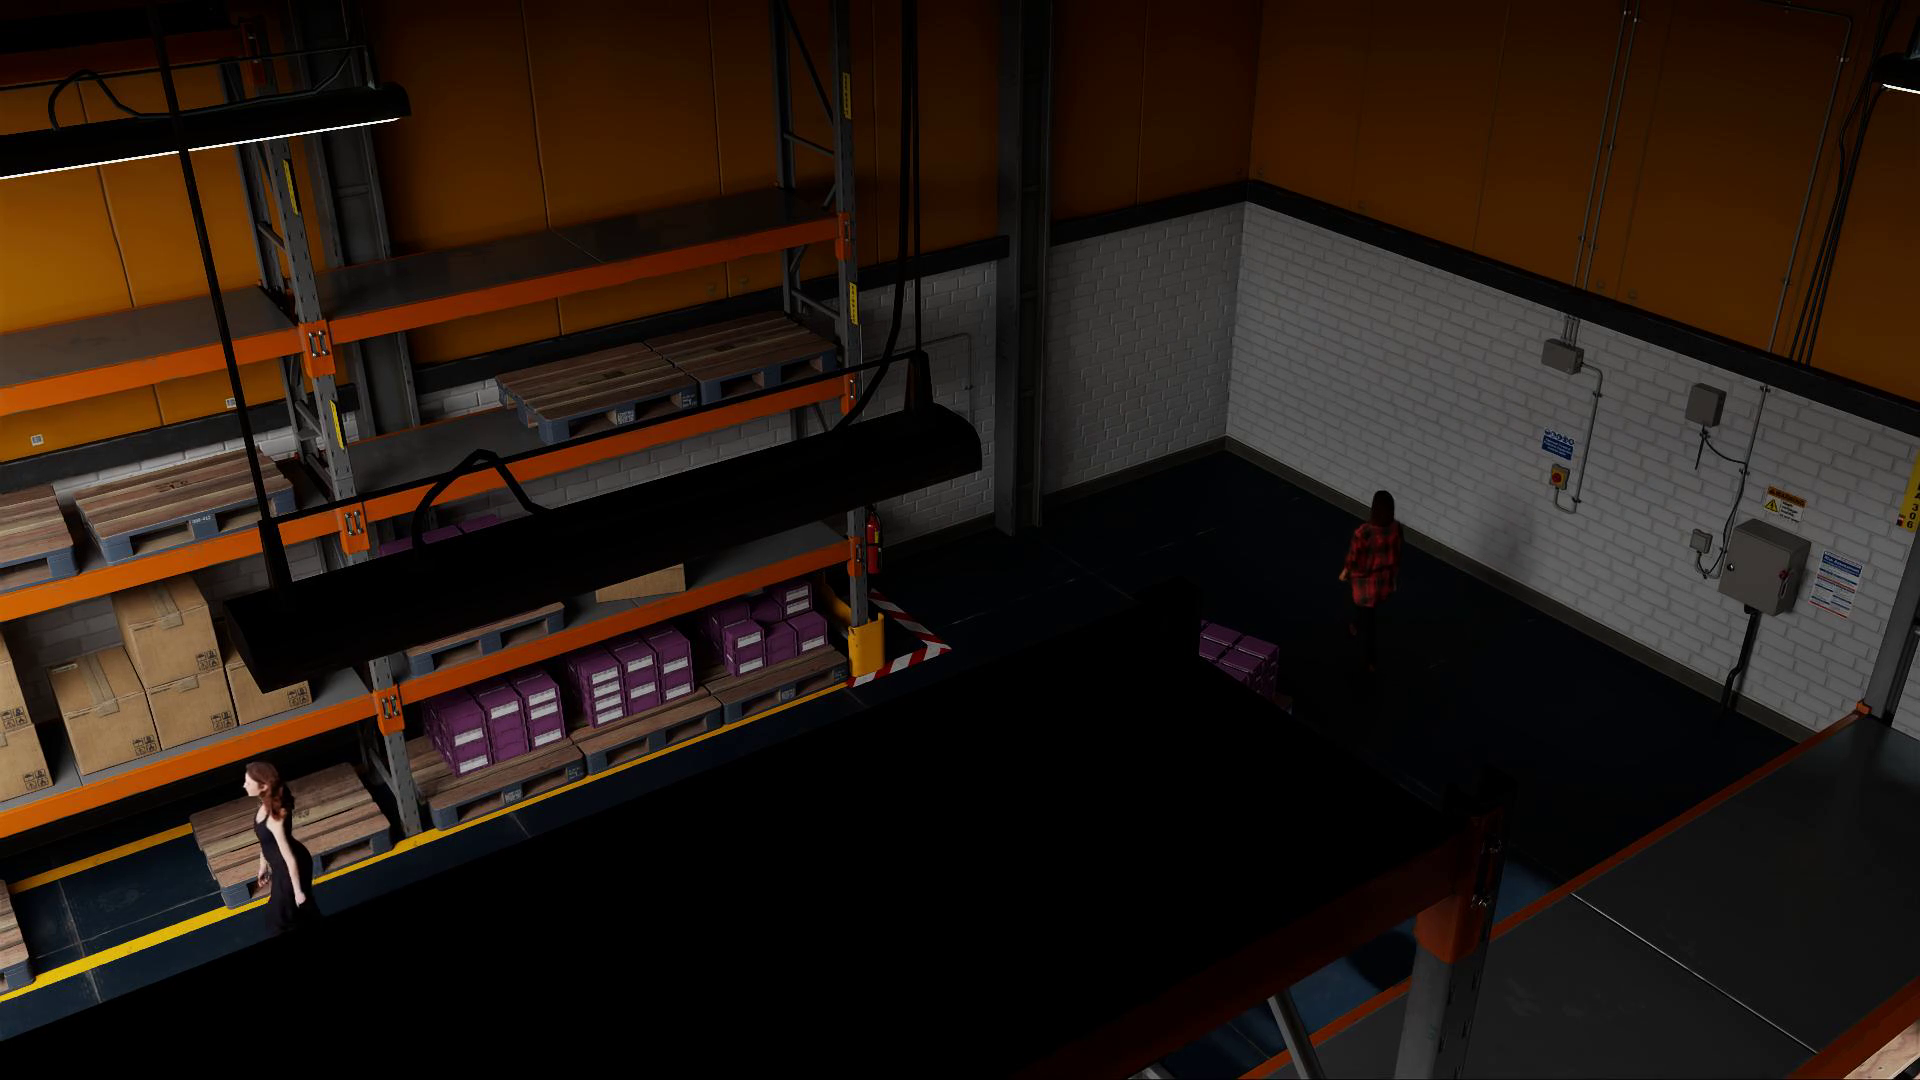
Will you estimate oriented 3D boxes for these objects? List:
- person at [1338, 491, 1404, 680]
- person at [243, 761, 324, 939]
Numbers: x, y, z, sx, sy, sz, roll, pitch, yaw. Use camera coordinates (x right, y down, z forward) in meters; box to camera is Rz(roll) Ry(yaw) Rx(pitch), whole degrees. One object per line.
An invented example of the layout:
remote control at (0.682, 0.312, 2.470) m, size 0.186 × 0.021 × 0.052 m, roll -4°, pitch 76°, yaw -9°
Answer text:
person at (3.537, 0.410, 14.143) m, size 1.036 × 1.664 × 0.867 m, roll -9°, pitch 30°, yaw -17°
person at (-4.300, 2.137, 10.906) m, size 0.673 × 1.732 × 0.608 m, roll -14°, pitch 32°, yaw -25°
